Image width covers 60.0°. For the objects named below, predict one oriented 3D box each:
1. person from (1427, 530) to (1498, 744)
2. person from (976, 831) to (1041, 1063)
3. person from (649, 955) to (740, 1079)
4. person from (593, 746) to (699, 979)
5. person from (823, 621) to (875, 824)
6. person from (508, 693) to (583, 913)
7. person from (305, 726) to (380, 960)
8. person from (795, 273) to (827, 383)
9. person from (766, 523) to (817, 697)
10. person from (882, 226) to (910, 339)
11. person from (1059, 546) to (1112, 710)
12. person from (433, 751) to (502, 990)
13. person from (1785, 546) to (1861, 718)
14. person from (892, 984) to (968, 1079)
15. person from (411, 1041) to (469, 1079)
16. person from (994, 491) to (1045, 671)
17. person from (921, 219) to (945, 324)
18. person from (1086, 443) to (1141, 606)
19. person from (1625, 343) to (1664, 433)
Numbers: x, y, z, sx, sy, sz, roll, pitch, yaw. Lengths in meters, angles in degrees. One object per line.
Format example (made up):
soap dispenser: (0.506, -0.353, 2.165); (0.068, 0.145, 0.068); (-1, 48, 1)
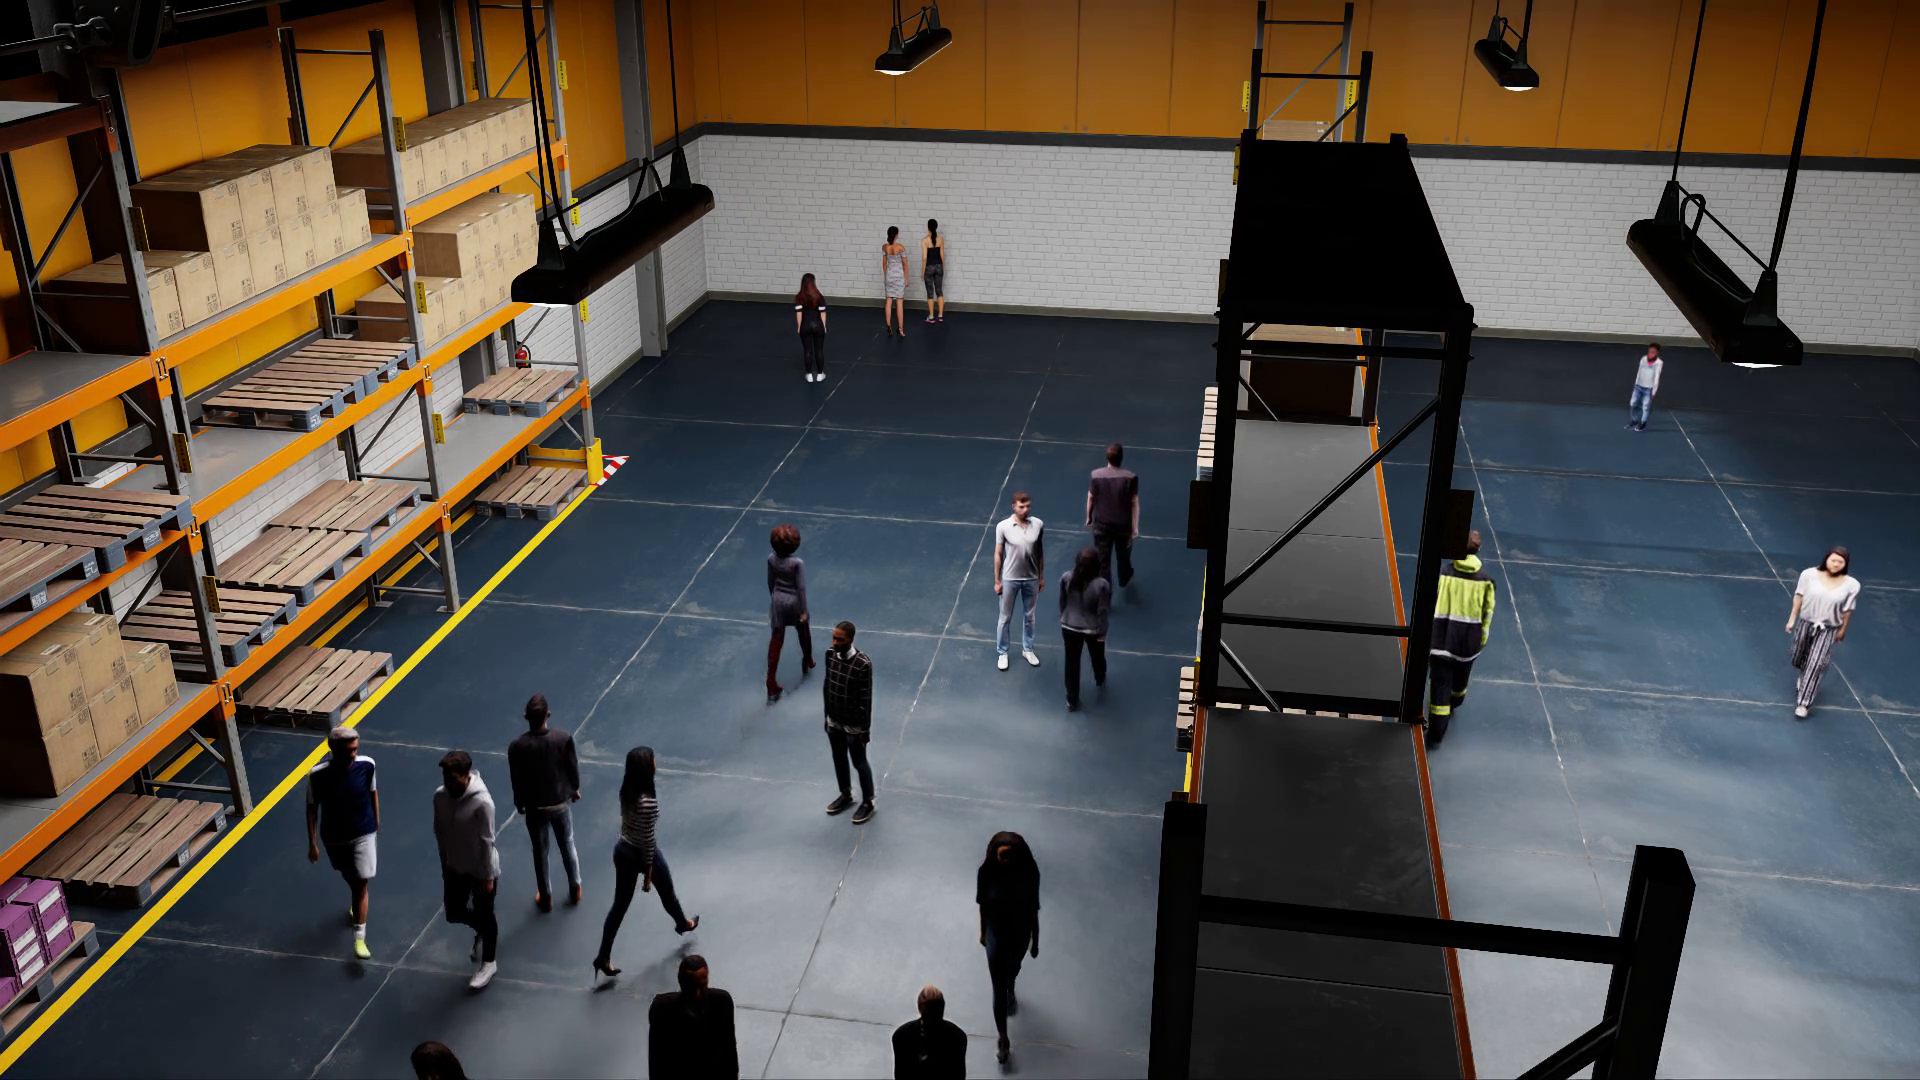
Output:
person: (4.469, 0.902, 15.093); (0.784, 1.934, 1.217); (4, 24, 10)
person: (0.345, 2.678, 11.486); (0.681, 1.570, 1.101); (1, 24, 3)
person: (-1.582, 3.204, 9.880); (0.912, 1.891, 1.075); (-5, 24, -11)
person: (-2.396, 2.378, 11.974); (1.230, 1.727, 1.048); (-19, 30, -37)
person: (-0.924, 1.483, 13.910); (0.734, 1.818, 0.730); (18, 29, 35)
person: (-3.148, 2.002, 12.699); (0.734, 1.836, 0.741); (-10, 26, -22)
person: (-4.565, 2.154, 12.425); (1.062, 1.776, 1.286); (-6, 24, -14)
person: (-2.210, -3.168, 24.772); (0.649, 1.639, 0.643); (-1, 24, -1)
person: (-1.693, 0.696, 15.892); (0.746, 1.671, 1.114); (9, 25, 21)
person: (-1.058, -4.173, 26.844); (0.642, 1.822, 0.610); (10, 26, 22)
person: (1.143, 0.850, 15.672); (0.720, 1.566, 0.985); (6, 24, 13)
person: (-3.445, 2.290, 11.942); (0.717, 1.916, 0.784); (8, 25, 18)
person: (8.096, 0.796, 15.687); (0.982, 1.653, 1.163); (17, 29, 34)
person: (-0.180, 3.325, 9.839); (0.627, 1.702, 0.577); (0, 24, 1)
person: (-2.860, 3.503, 9.400); (1.013, 1.728, 1.203); (-10, 25, -21)
person: (0.590, 0.374, 16.404); (0.730, 1.851, 0.689); (-5, 24, -12)
person: (-0.440, -4.483, 27.667); (0.658, 1.730, 0.689); (-10, 25, -21)
person: (1.594, -0.099, 17.542); (0.797, 1.807, 1.151); (6, 24, 13)
person: (9.469, -2.123, 22.861); (0.677, 1.255, 0.620); (-18, 29, -35)
